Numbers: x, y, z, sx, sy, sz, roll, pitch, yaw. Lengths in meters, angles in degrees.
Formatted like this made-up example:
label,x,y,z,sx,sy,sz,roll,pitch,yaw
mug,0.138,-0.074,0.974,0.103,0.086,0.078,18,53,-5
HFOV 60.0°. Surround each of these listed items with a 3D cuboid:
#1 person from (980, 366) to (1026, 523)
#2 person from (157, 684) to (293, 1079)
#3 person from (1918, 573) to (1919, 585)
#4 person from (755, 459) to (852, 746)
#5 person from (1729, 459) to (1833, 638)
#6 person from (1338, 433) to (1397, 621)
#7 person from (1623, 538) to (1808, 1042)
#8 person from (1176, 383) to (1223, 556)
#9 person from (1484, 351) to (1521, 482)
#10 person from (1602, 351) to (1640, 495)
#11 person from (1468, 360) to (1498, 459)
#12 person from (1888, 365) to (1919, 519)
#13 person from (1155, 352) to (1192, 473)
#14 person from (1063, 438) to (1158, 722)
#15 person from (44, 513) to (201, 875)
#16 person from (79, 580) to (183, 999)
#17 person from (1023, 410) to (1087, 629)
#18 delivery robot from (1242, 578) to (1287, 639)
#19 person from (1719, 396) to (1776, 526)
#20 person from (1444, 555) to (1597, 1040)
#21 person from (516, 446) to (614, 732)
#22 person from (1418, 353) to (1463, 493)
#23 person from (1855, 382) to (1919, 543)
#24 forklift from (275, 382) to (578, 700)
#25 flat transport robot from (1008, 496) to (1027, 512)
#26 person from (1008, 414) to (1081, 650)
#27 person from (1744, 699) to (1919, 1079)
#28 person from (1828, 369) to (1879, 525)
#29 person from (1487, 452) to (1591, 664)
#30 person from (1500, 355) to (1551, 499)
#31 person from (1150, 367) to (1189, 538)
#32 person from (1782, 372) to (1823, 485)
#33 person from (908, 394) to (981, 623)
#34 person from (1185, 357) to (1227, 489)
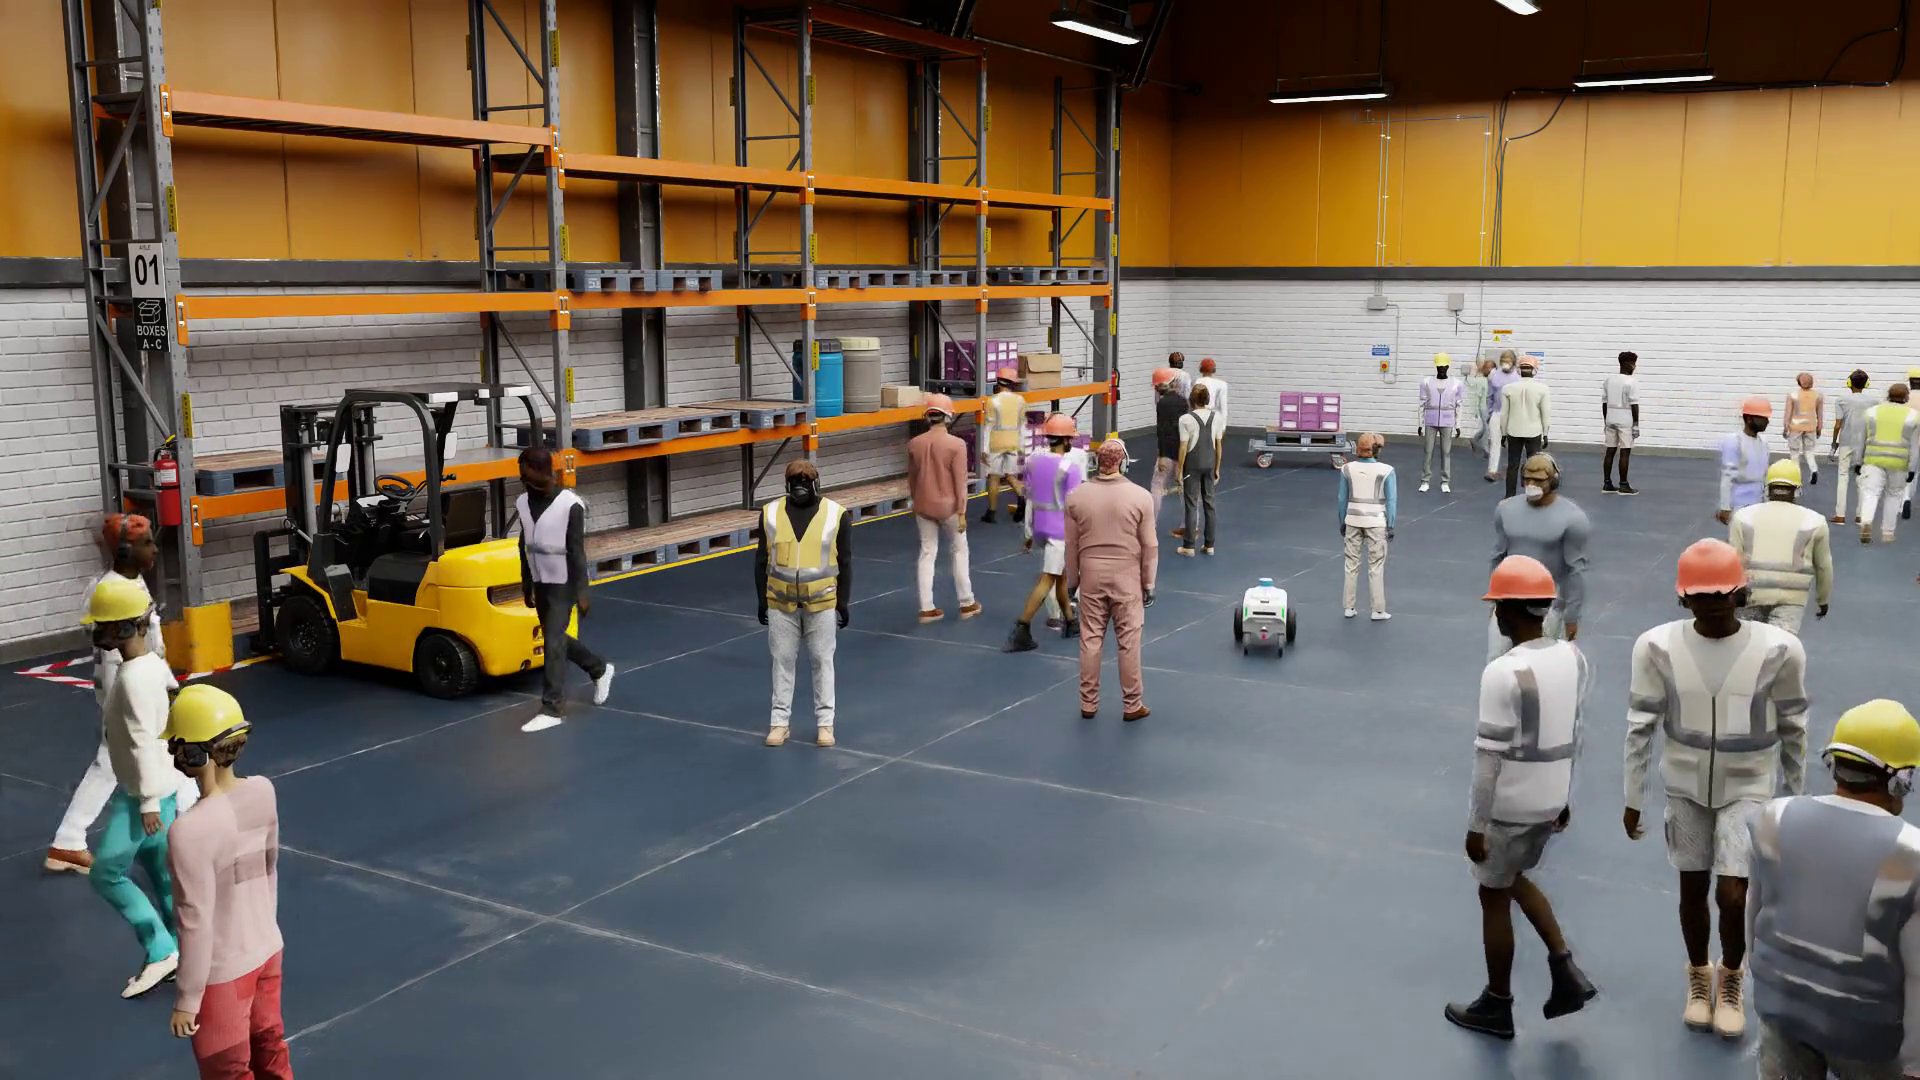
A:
label,x,y,z,sx,sy,sz,roll,pitch,yaw
person,0.542,-1.119,19.899,0.611,1.911,0.667,-5,10,-29
person,-2.276,1.312,5.142,0.310,1.768,0.533,1,9,4
person,7.001,0.205,11.590,0.773,1.907,0.616,0,9,3
person,-1.000,0.401,10.595,0.621,1.845,0.429,0,9,3
person,5.429,0.354,11.053,0.624,1.776,0.938,6,11,34
person,3.527,-0.113,14.444,0.515,1.636,0.315,6,11,34
person,2.935,0.975,6.497,0.633,2.011,0.613,6,11,32
person,2.541,-0.744,17.731,0.508,1.846,0.345,-3,10,-19
person,7.846,-1.768,23.972,0.649,1.890,0.956,6,11,34
person,9.015,-1.590,22.654,0.377,1.958,0.600,-4,10,-24
person,8.550,-2.138,27.128,0.500,1.619,0.589,-6,11,-31
person,11.712,-1.204,20.450,0.591,1.894,0.858,3,10,18
person,3.225,-1.893,24.914,0.637,1.842,0.429,8,12,41
person,1.024,0.269,11.209,0.639,1.911,0.406,3,10,18
person,-4.135,0.775,8.289,0.975,1.845,0.591,-4,10,-23
person,-3.430,1.032,6.909,0.426,1.749,0.560,-4,10,-21
person,0.819,-0.157,14.035,0.549,1.851,0.465,-2,9,-10
delivery robot,2.454,0.551,13.368,0.477,0.478,0.707,2,9,11
person,7.081,-0.342,14.990,0.560,1.919,0.426,-5,10,-29
person,2.205,1.021,6.490,0.617,1.918,0.514,-7,11,-36
person,-2.671,0.287,11.208,0.633,1.882,0.866,6,11,34
person,6.601,-1.613,22.890,0.585,1.928,0.370,3,10,17
person,10.273,-0.839,18.453,0.666,1.812,0.827,7,12,38
forklift,-3.974,-0.067,12.417,2.313,2.155,1.214,5,11,30
flat transport robot,1.379,-0.457,20.833,1.431,0.197,0.652,-4,10,-23
person,0.738,-0.073,13.412,0.994,1.895,0.562,-7,12,-38
person,2.539,1.346,4.784,0.546,1.806,0.611,-7,12,-39
person,10.709,-1.111,19.950,0.534,1.868,0.310,1,9,9
person,3.544,0.412,10.264,0.428,1.921,0.644,-8,12,-41
person,7.149,-1.345,21.040,0.608,1.986,0.389,5,10,27
person,2.344,-0.999,19.006,0.934,1.933,0.669,8,12,39
person,11.874,-1.545,23.404,0.518,1.629,0.434,1,9,4
person,-0.156,-0.278,14.425,0.647,1.968,0.679,5,11,30
person,3.380,-1.584,22.910,0.586,1.869,0.674,1,9,9
